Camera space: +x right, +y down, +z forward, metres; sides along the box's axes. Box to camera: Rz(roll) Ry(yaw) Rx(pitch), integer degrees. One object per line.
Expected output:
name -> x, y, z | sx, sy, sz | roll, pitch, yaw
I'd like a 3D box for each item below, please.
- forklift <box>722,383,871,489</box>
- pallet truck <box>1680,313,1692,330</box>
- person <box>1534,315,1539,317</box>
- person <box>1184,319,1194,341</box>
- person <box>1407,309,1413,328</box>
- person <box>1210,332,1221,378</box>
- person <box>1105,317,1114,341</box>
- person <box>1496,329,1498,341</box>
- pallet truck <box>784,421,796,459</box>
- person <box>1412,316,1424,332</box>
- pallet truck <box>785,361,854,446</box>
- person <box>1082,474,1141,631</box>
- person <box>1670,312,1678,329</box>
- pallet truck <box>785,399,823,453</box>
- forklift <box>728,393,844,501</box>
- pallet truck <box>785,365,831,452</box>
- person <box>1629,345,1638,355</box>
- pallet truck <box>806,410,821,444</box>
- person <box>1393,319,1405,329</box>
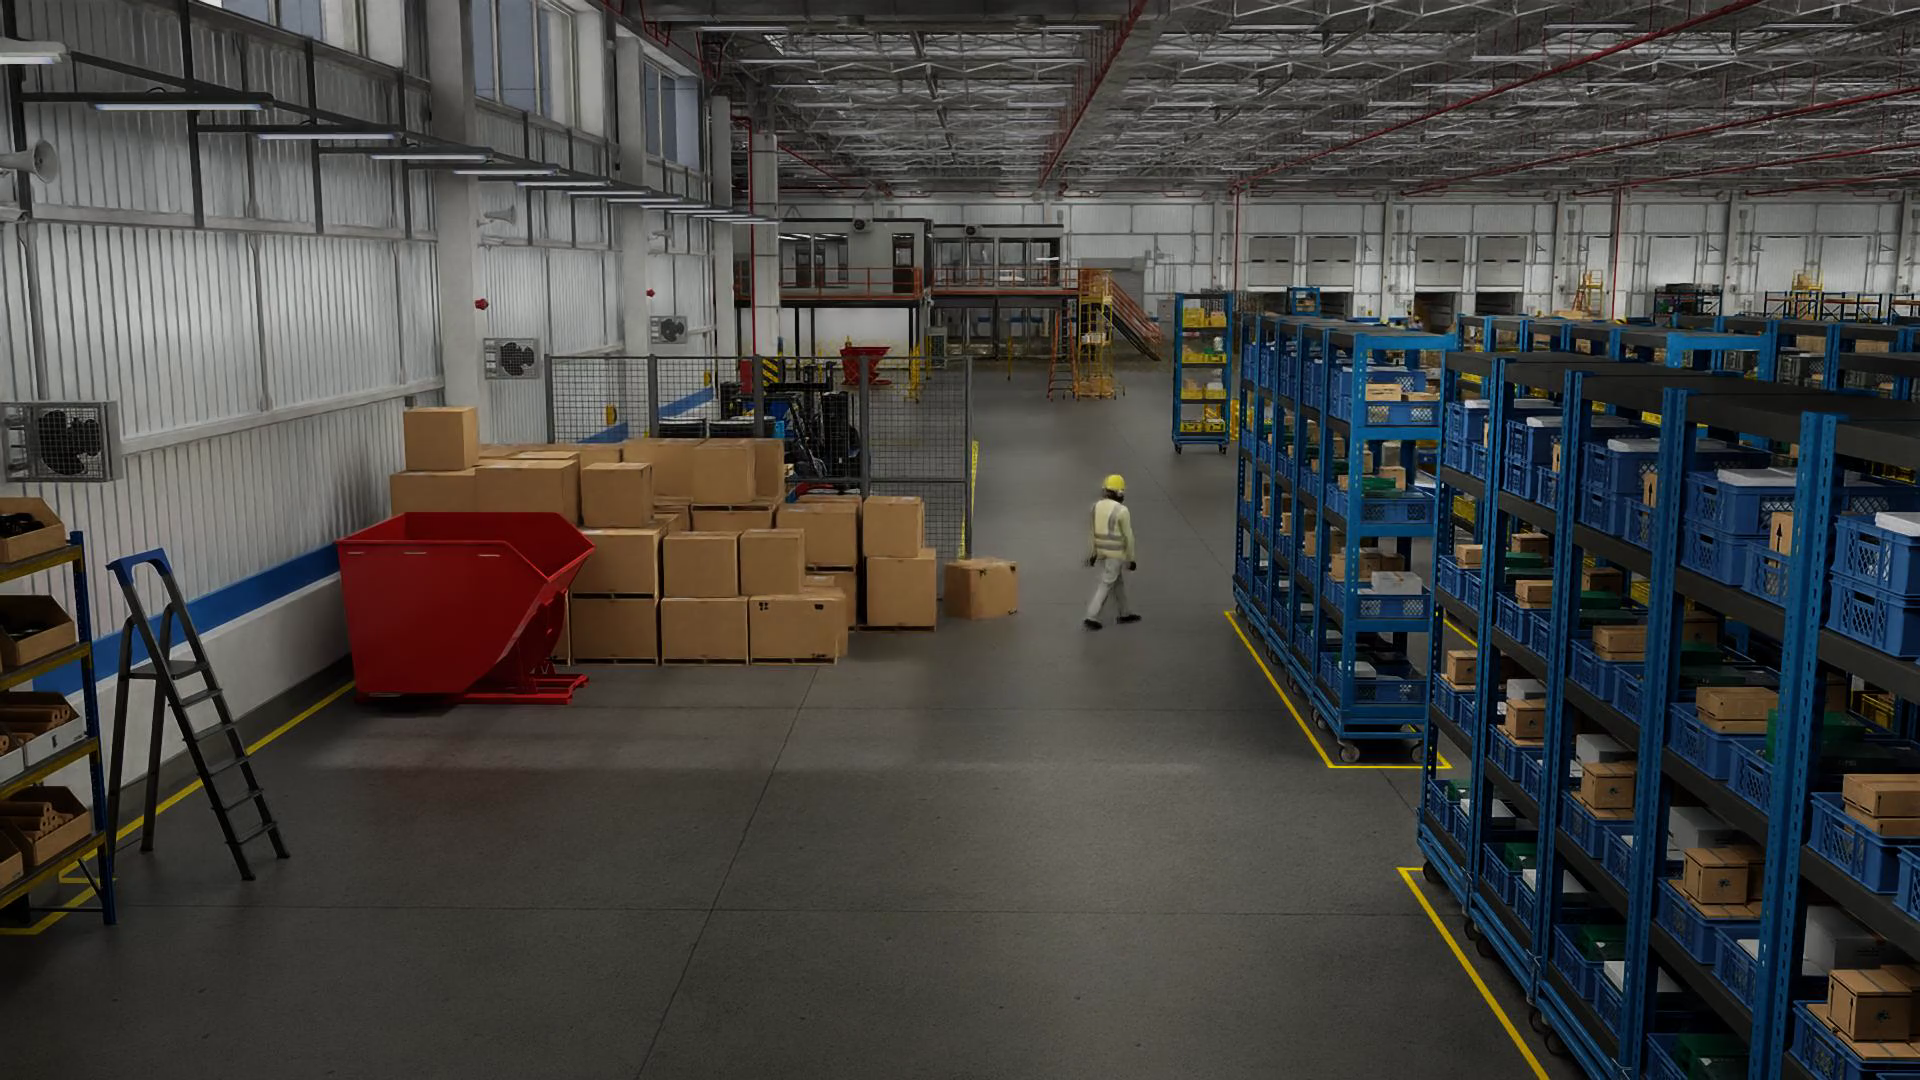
forklift -> -2.893, -1.687, 28.729 | 2.680, 1.987, 1.157 | 0, 9, -1
pallet truck -> 36.315, -10.531, 84.244 | 0.823, 1.965, 1.885 | -6, 11, -33
person -> 28.317, -10.101, 81.770 | 0.627, 1.941, 0.373 | 3, 10, 20
person -> 13.369, -12.565, 96.877 | 0.650, 1.965, 0.638 | -5, 10, -27
person -> 25.639, -12.206, 94.823 | 0.395, 1.920, 0.585 | 6, 11, 31
person -> 9.717, -7.100, 63.476 | 0.593, 1.862, 0.596 | 2, 9, 11
person -> 8.470, -12.129, 94.293 | 0.553, 1.937, 0.372 | 4, 10, 22
person -> 24.289, -9.084, 75.836 | 0.467, 1.829, 0.651 | -2, 9, -12
pallet truck -> -4.013, -1.793, 32.705 | 1.601, 1.201, 0.680 | 0, 9, 1
person -> 22.311, -9.970, 81.062 | 0.622, 1.907, 0.470 | 1, 9, 6
pallet truck -> -3.410, -3.193, 38.978 | 1.885, 1.965, 0.823 | 0, 9, -1
person -> 1.733, 0.138, 19.079 | 0.914, 1.792, 0.606 | -6, 11, -32
person -> 37.277, -10.901, 86.597 | 0.721, 1.976, 0.633 | -8, 12, -39
pallet truck -> -3.814, -2.432, 36.419 | 1.630, 1.274, 0.653 | 0, 9, 1
forklift -> -2.979, -1.316, 26.476 | 2.680, 1.987, 1.157 | 0, 9, 1
pallet truck -> -3.774, -2.976, 37.635 | 1.885, 1.965, 0.823 | 1, 9, 5
person -> 24.274, -6.530, 59.429 | 0.535, 2.000, 0.687 | -8, 12, -40
pallet truck -> -3.559, -2.018, 33.905 | 1.522, 1.261, 0.704 | 0, 9, -1
person -> 20.720, -9.535, 78.633 | 0.630, 1.824, 0.461 | 9, 13, 44
